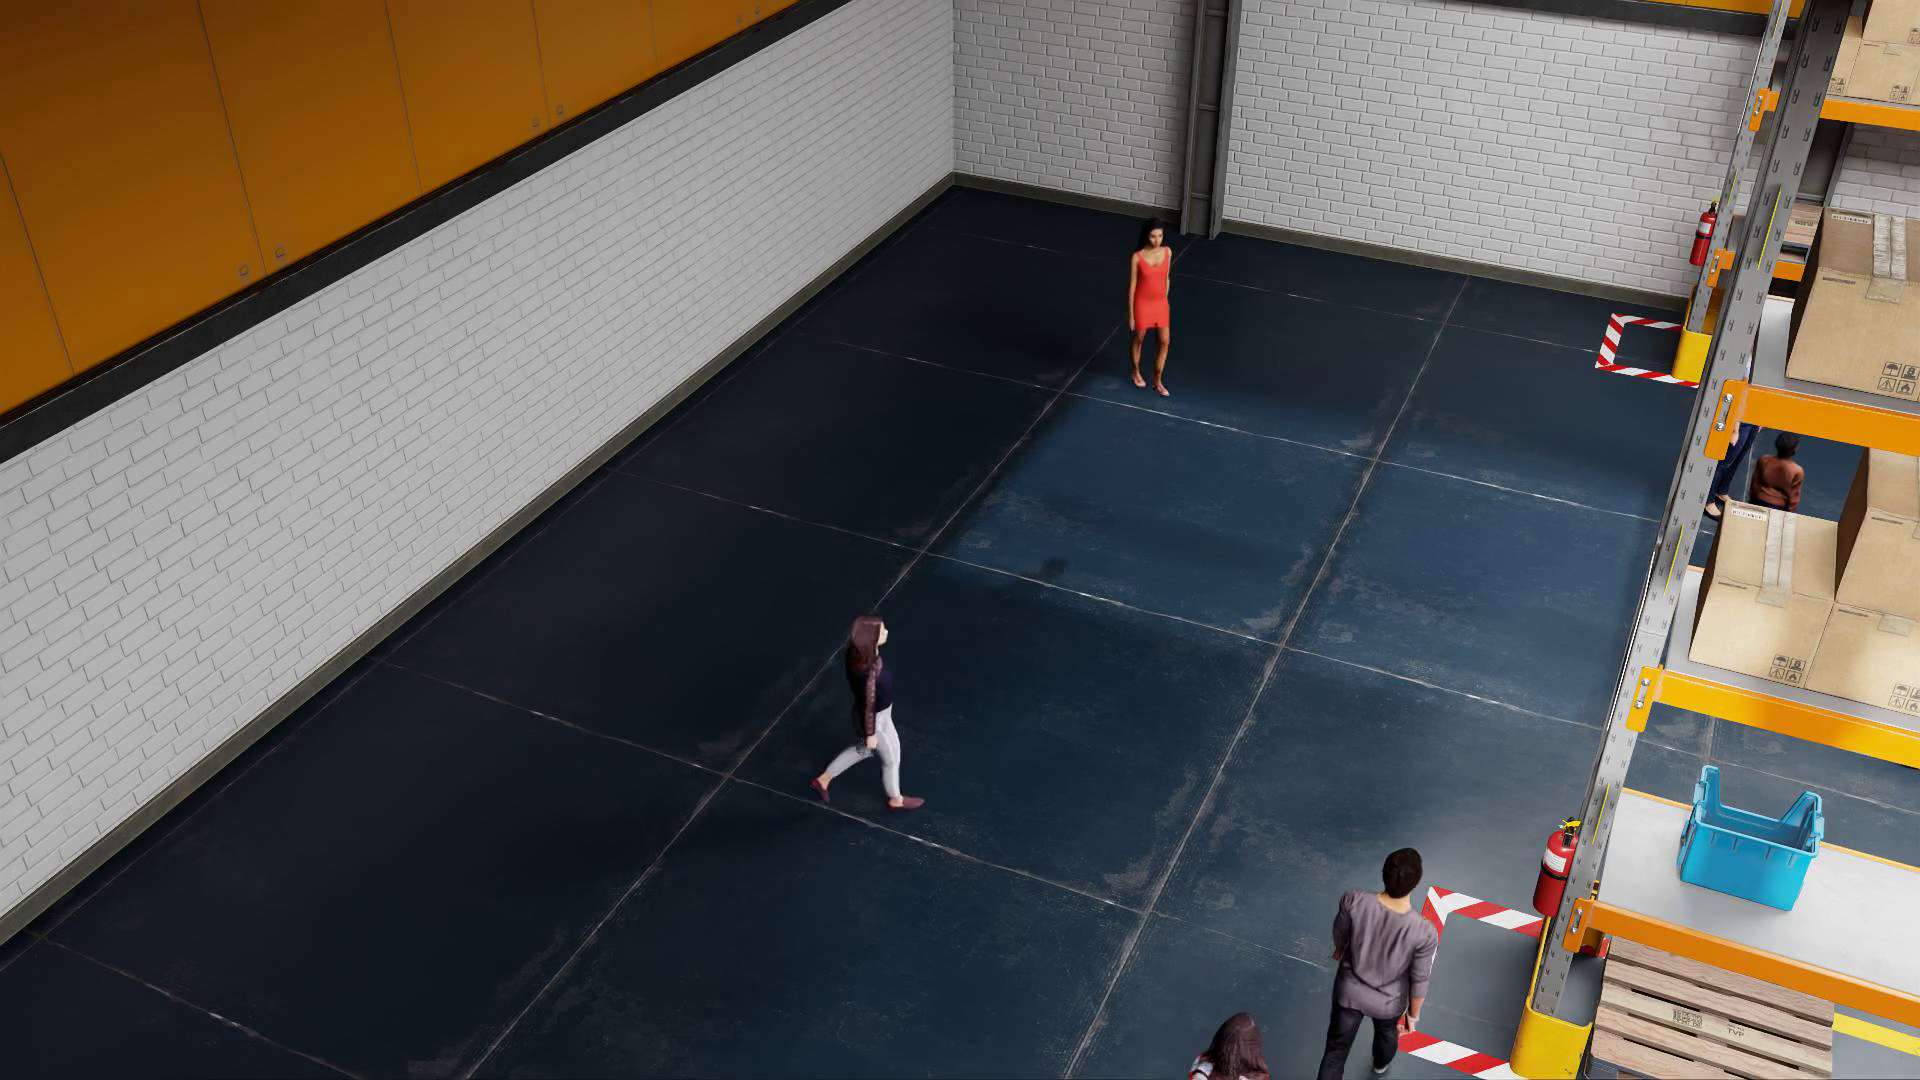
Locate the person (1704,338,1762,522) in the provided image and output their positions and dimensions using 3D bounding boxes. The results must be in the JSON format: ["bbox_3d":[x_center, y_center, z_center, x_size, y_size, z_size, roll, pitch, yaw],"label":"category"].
[{"bbox_3d":[6.409,-0.987,13.591,0.660,1.722,0.651,-24,40,-31],"label":"person"}]

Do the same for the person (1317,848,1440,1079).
[{"bbox_3d":[2.063,2.352,8.491,1.074,1.807,0.739,15,37,22],"label":"person"}]

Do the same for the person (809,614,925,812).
[{"bbox_3d":[-0.615,1.139,10.513,1.059,1.589,0.945,-7,34,-10],"label":"person"}]

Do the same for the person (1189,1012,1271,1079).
[{"bbox_3d":[1.220,2.900,7.851,0.644,1.603,0.699,19,38,26],"label":"person"}]

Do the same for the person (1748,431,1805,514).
[{"bbox_3d":[6.317,-0.296,12.975,0.500,1.254,0.638,29,43,36],"label":"person"}]

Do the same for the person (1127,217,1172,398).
[{"bbox_3d":[1.712,-2.206,15.445,0.872,1.700,0.934,-12,35,-17],"label":"person"}]
